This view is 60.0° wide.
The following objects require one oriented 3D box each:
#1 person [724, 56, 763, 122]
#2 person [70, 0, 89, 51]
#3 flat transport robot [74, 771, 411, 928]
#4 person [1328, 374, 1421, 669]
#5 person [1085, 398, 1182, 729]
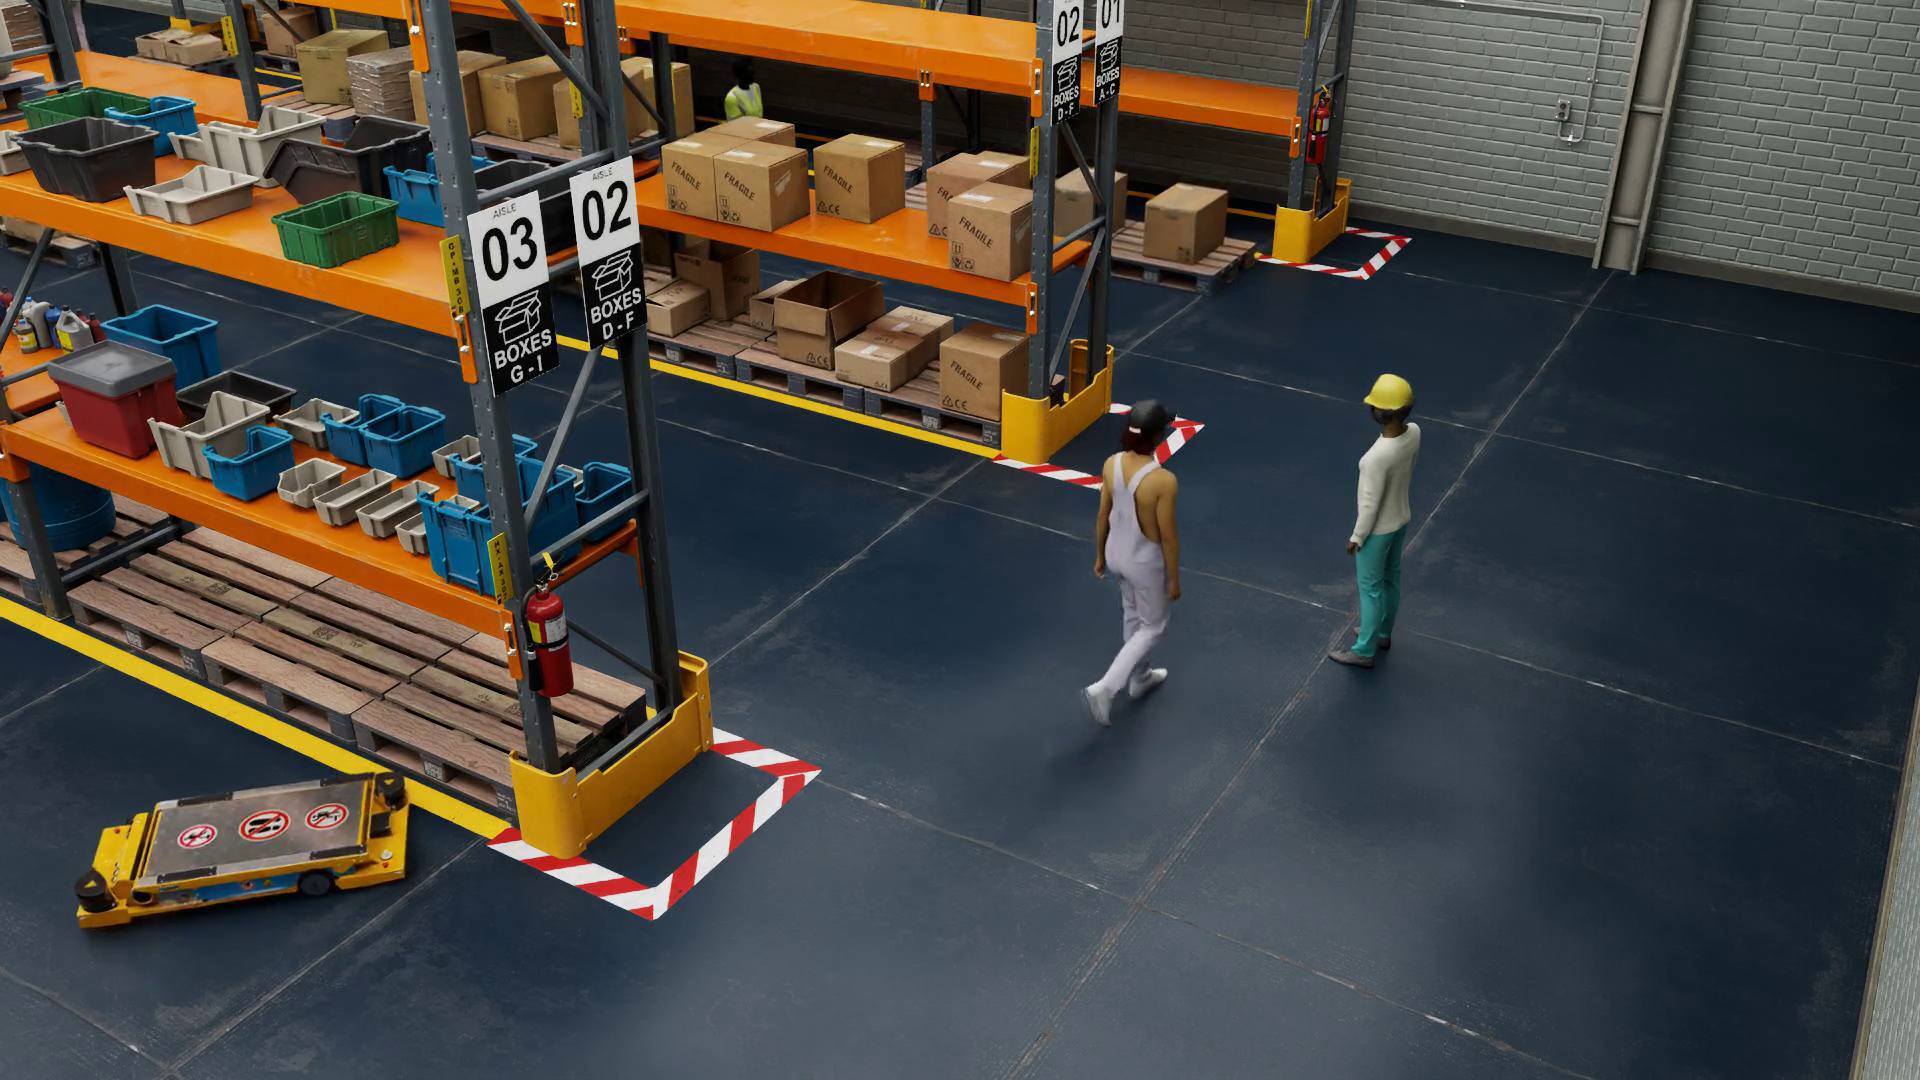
[{"bbox_3d":[-1.964,-3.805,16.014,0.805,1.662,0.552,16,33,26],"label":"person"},{"bbox_3d":[-11.725,-7.056,21.698,0.571,1.814,0.832,-21,35,-33],"label":"person"},{"bbox_3d":[-3.406,1.474,7.988,1.431,0.231,0.659,-7,30,-12],"label":"flat transport robot"},{"bbox_3d":[2.329,-0.102,9.278,0.317,1.767,0.523,22,36,34],"label":"person"},{"bbox_3d":[0.916,0.129,8.785,0.717,1.834,0.523,-25,38,-37],"label":"person"}]
